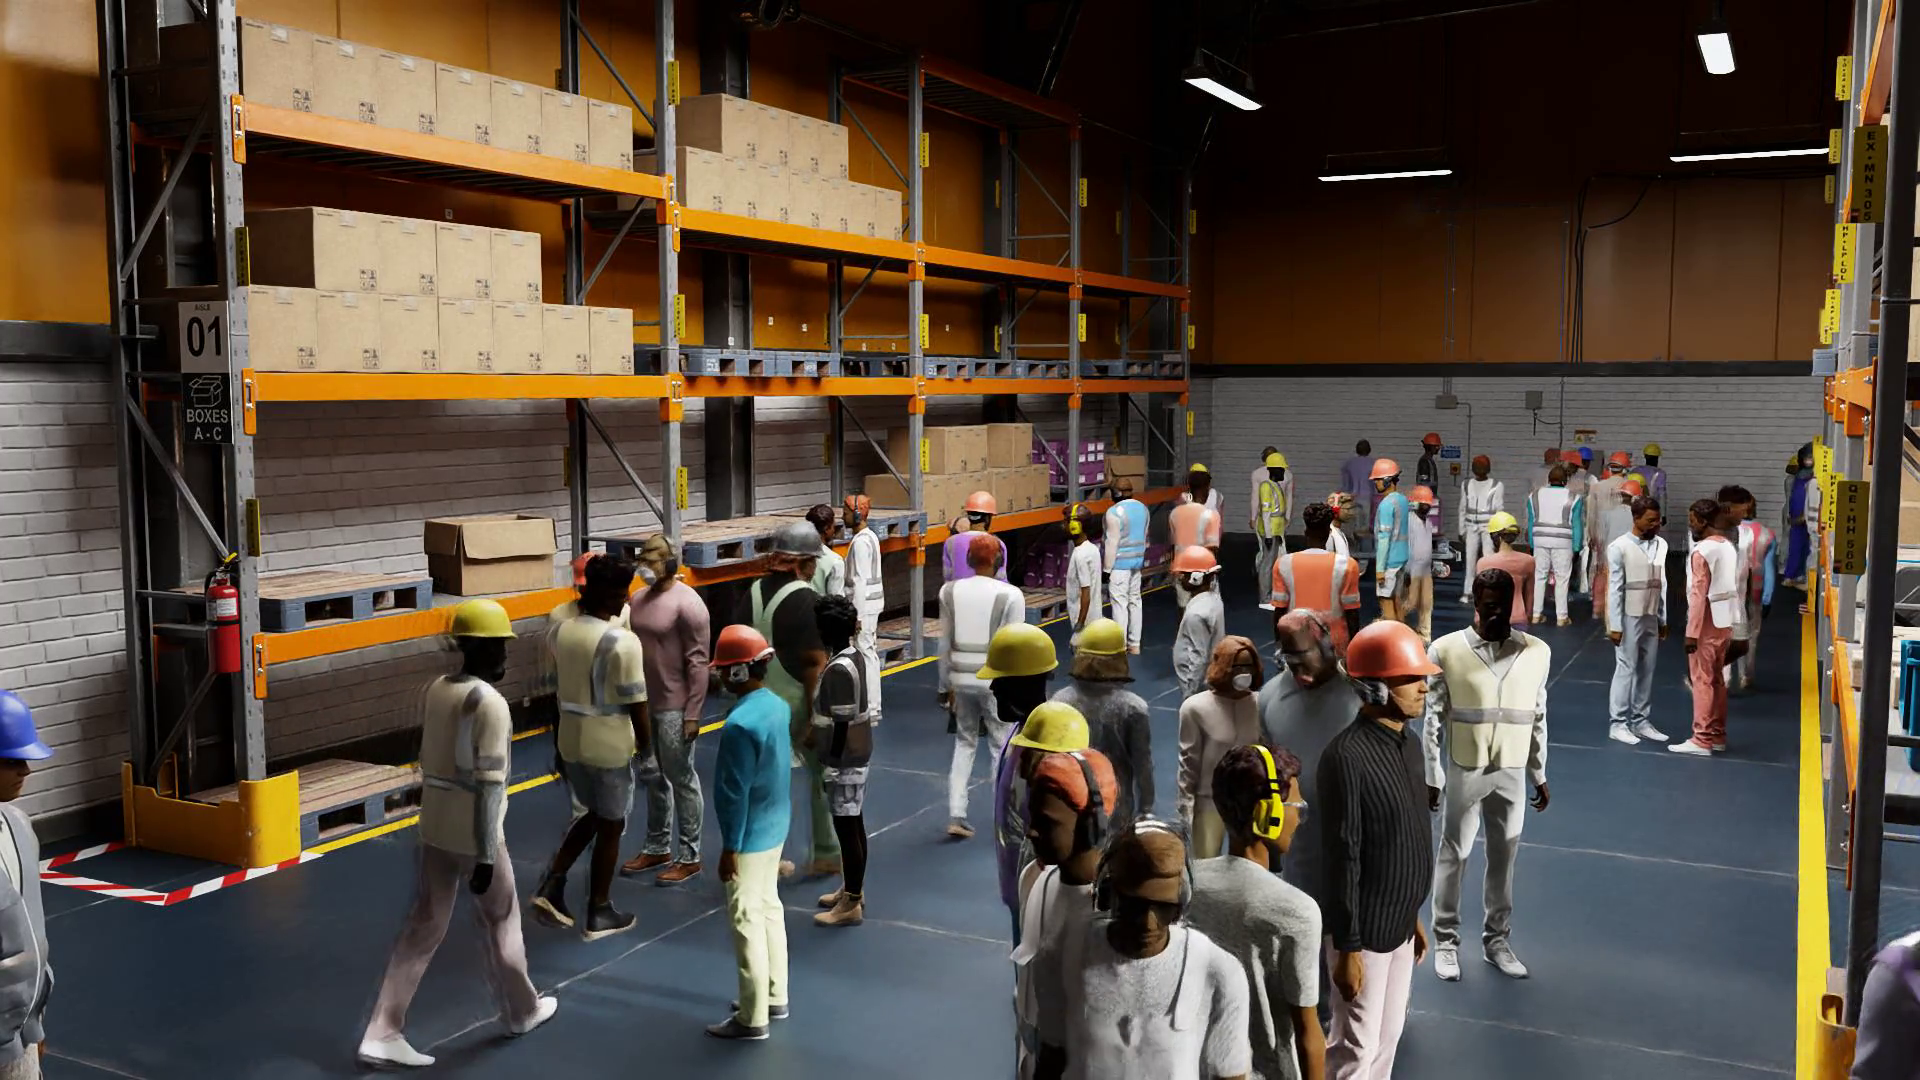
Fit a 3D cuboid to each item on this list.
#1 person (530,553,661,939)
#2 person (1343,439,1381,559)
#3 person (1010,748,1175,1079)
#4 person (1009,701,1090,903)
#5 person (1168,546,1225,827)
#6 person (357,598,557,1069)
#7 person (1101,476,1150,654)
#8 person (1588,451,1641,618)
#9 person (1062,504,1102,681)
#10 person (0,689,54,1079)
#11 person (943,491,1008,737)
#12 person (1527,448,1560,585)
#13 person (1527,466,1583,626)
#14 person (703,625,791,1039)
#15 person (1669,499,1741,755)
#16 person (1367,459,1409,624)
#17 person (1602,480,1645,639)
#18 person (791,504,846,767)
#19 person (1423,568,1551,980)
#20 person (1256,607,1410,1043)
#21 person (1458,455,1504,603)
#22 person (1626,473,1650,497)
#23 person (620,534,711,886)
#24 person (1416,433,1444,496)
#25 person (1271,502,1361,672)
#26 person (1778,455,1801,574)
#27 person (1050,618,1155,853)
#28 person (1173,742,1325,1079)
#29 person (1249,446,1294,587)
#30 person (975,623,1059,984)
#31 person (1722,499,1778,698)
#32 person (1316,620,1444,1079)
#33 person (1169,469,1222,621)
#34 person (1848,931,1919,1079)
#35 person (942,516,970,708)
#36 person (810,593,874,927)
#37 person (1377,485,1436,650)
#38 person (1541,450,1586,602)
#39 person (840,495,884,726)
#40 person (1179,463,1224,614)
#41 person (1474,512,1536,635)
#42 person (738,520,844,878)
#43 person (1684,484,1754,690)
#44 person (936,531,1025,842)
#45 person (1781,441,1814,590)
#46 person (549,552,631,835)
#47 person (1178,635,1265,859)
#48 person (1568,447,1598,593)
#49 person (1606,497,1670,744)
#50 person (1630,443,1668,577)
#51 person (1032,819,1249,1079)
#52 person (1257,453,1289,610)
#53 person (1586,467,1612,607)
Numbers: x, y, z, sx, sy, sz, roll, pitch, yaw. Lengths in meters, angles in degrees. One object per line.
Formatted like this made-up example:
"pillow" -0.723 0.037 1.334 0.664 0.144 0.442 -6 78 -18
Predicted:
"person" -1.788 1.025 8.205 0.609 1.937 0.447 4 7 38
"person" 6.244 -0.616 25.938 0.647 1.920 0.533 5 7 44
"person" 0.315 1.438 4.114 0.348 1.876 0.568 -3 6 -31
"person" 0.301 1.383 5.373 0.289 1.746 0.487 0 5 -4
"person" 1.481 0.909 10.417 0.330 1.751 0.564 2 6 17
"person" -2.060 1.188 6.812 0.589 1.881 0.921 4 7 38
"person" 1.640 0.272 16.848 0.429 1.838 0.622 5 7 41
"person" 7.685 -0.046 19.491 0.410 1.984 0.617 -5 7 -43
"person" 0.913 0.659 12.526 0.313 1.865 0.528 1 5 12
"person" -2.668 1.366 4.543 0.416 1.939 0.605 0 5 -3
"person" 0.136 0.580 13.072 0.550 1.925 0.391 3 6 27
"person" 8.143 -0.324 22.953 0.400 1.900 0.636 -4 7 -36
"person" 6.827 0.068 19.089 0.618 1.836 0.432 4 7 36
"person" -0.909 1.227 7.090 0.352 1.738 0.573 1 5 11
"person" 5.590 0.649 12.413 0.405 1.909 0.597 5 7 43
"person" 4.230 0.210 16.491 0.405 2.032 0.611 3 6 31
"person" 7.207 0.221 17.983 0.576 1.728 0.564 -4 7 -36
"person" -1.038 0.702 11.853 0.590 1.909 0.385 5 7 44
"person" 2.445 1.076 7.753 0.596 1.917 0.372 0 5 -5
"person" 1.552 1.188 6.808 0.692 1.870 0.633 4 7 38
"person" 6.553 -0.131 20.921 0.586 1.881 0.357 5 7 41
"person" 7.869 0.086 19.406 0.323 1.732 0.494 -1 5 -6
"person" -1.644 0.929 9.227 0.635 1.938 0.362 5 7 43
"person" 7.187 -0.627 25.486 0.406 2.035 0.611 2 6 23
"person" 2.430 0.718 11.342 0.600 1.967 0.368 2 6 22
"person" 12.158 -0.371 24.249 0.321 1.742 0.492 4 7 37
"person" 0.617 1.205 7.507 0.488 1.712 0.828 3 6 29
"person" 0.719 1.435 4.187 0.333 1.864 0.520 -5 7 -42
"person" 4.227 -0.315 22.625 0.632 1.936 0.359 -2 6 -16
"person" 0.250 1.246 5.926 0.398 1.920 0.586 -1 5 -7
"person" 6.915 0.483 14.814 0.621 1.792 0.963 2 6 24
"person" 1.364 1.252 5.435 0.374 1.997 0.613 4 6 35
"person" 2.242 0.300 15.897 0.449 1.953 0.608 -5 7 -44
"person" 2.288 1.453 3.872 0.633 1.898 0.962 -1 5 -8
"person" 0.019 0.617 14.162 0.314 1.641 0.515 4 7 37
"person" -0.607 1.116 8.514 0.319 1.693 0.533 0 5 3
"person" 4.676 0.289 17.230 0.562 1.725 0.619 -5 7 -41
"person" 7.548 -0.166 21.005 0.761 1.946 0.493 -1 5 -13
"person" -0.790 0.568 13.462 0.352 1.877 0.571 0 5 0
"person" 2.859 -0.005 19.895 0.596 1.823 0.403 -2 6 -20
"person" 4.249 0.663 13.022 0.523 1.767 0.313 -2 6 -18
"person" -0.874 0.875 9.263 0.699 2.000 0.761 4 7 40
"person" 6.261 0.504 13.737 0.678 1.943 0.548 -2 6 -18
"person" 0.122 0.883 10.073 0.618 1.883 0.399 3 6 26
"person" 11.410 -0.342 22.362 0.544 2.000 0.689 -1 5 -10
"person" -2.242 0.938 10.178 0.567 1.741 0.354 0 5 0
"person" 1.236 1.238 7.572 0.506 1.628 0.273 -1 5 -9
"person" 8.236 -0.267 22.110 0.417 1.939 0.610 -3 6 -27
"person" 5.212 0.612 12.820 0.602 1.906 0.411 -3 6 -29
"person" 9.841 -0.416 23.756 0.366 1.926 0.593 -3 6 -31
"person" 0.400 1.498 3.876 0.552 1.784 0.990 1 5 14
"person" 3.843 -0.105 20.409 0.369 1.928 0.586 2 6 23
"person" 8.008 -0.034 20.573 0.559 1.752 0.326 -2 6 -18
